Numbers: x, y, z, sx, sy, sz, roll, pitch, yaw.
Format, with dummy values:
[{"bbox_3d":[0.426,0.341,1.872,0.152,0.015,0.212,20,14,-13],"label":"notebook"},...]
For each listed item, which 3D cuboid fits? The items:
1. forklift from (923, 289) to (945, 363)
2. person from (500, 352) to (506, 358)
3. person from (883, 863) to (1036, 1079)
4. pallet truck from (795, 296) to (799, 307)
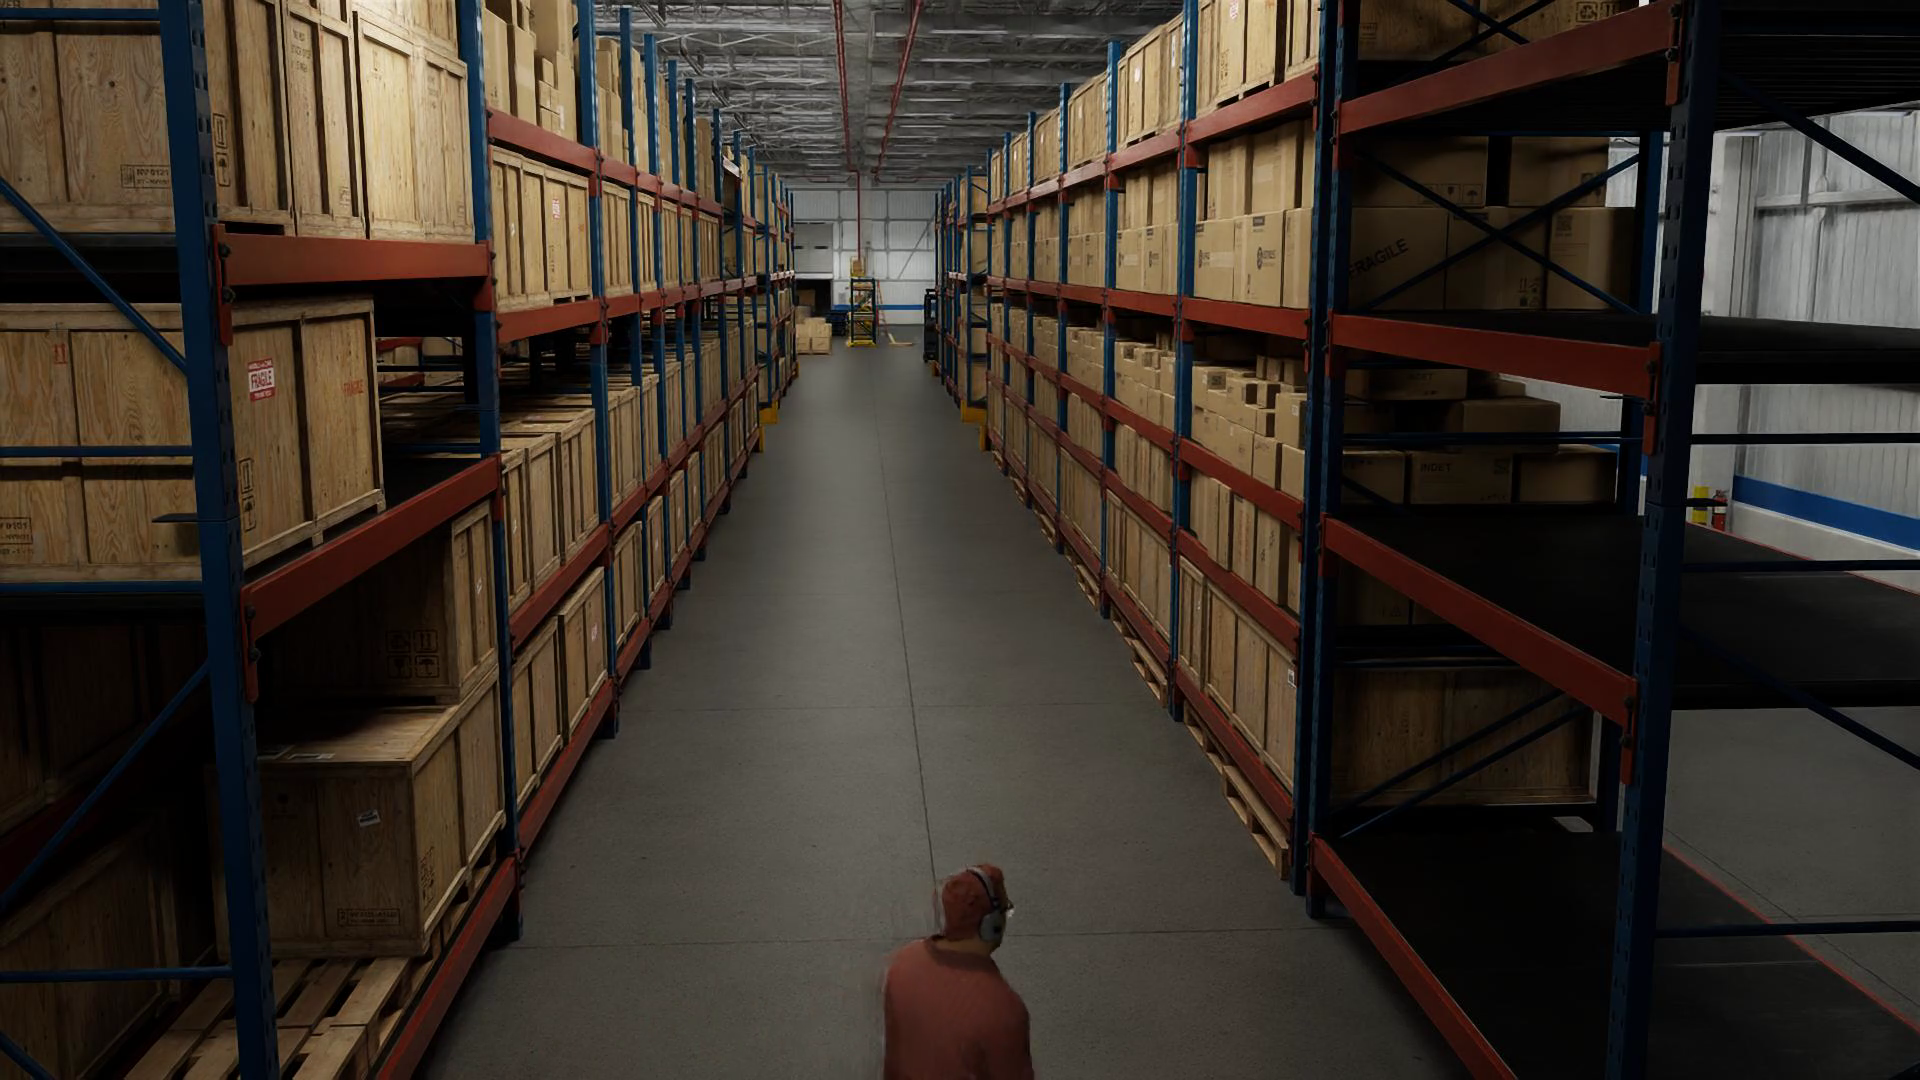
[{"bbox_3d":[-0.836,-8.192,63.404,1.129,2.768,1.873,-1,10,-3],"label":"forklift"},{"bbox_3d":[-10.495,-3.492,38.586,0.896,1.797,0.647,-8,13,-41],"label":"person"},{"bbox_3d":[0.015,1.998,5.492,0.438,1.892,0.656,-6,11,-32],"label":"person"},{"bbox_3d":[-8.622,-12.439,91.403,1.885,1.965,0.823,2,10,13],"label":"pallet truck"}]
